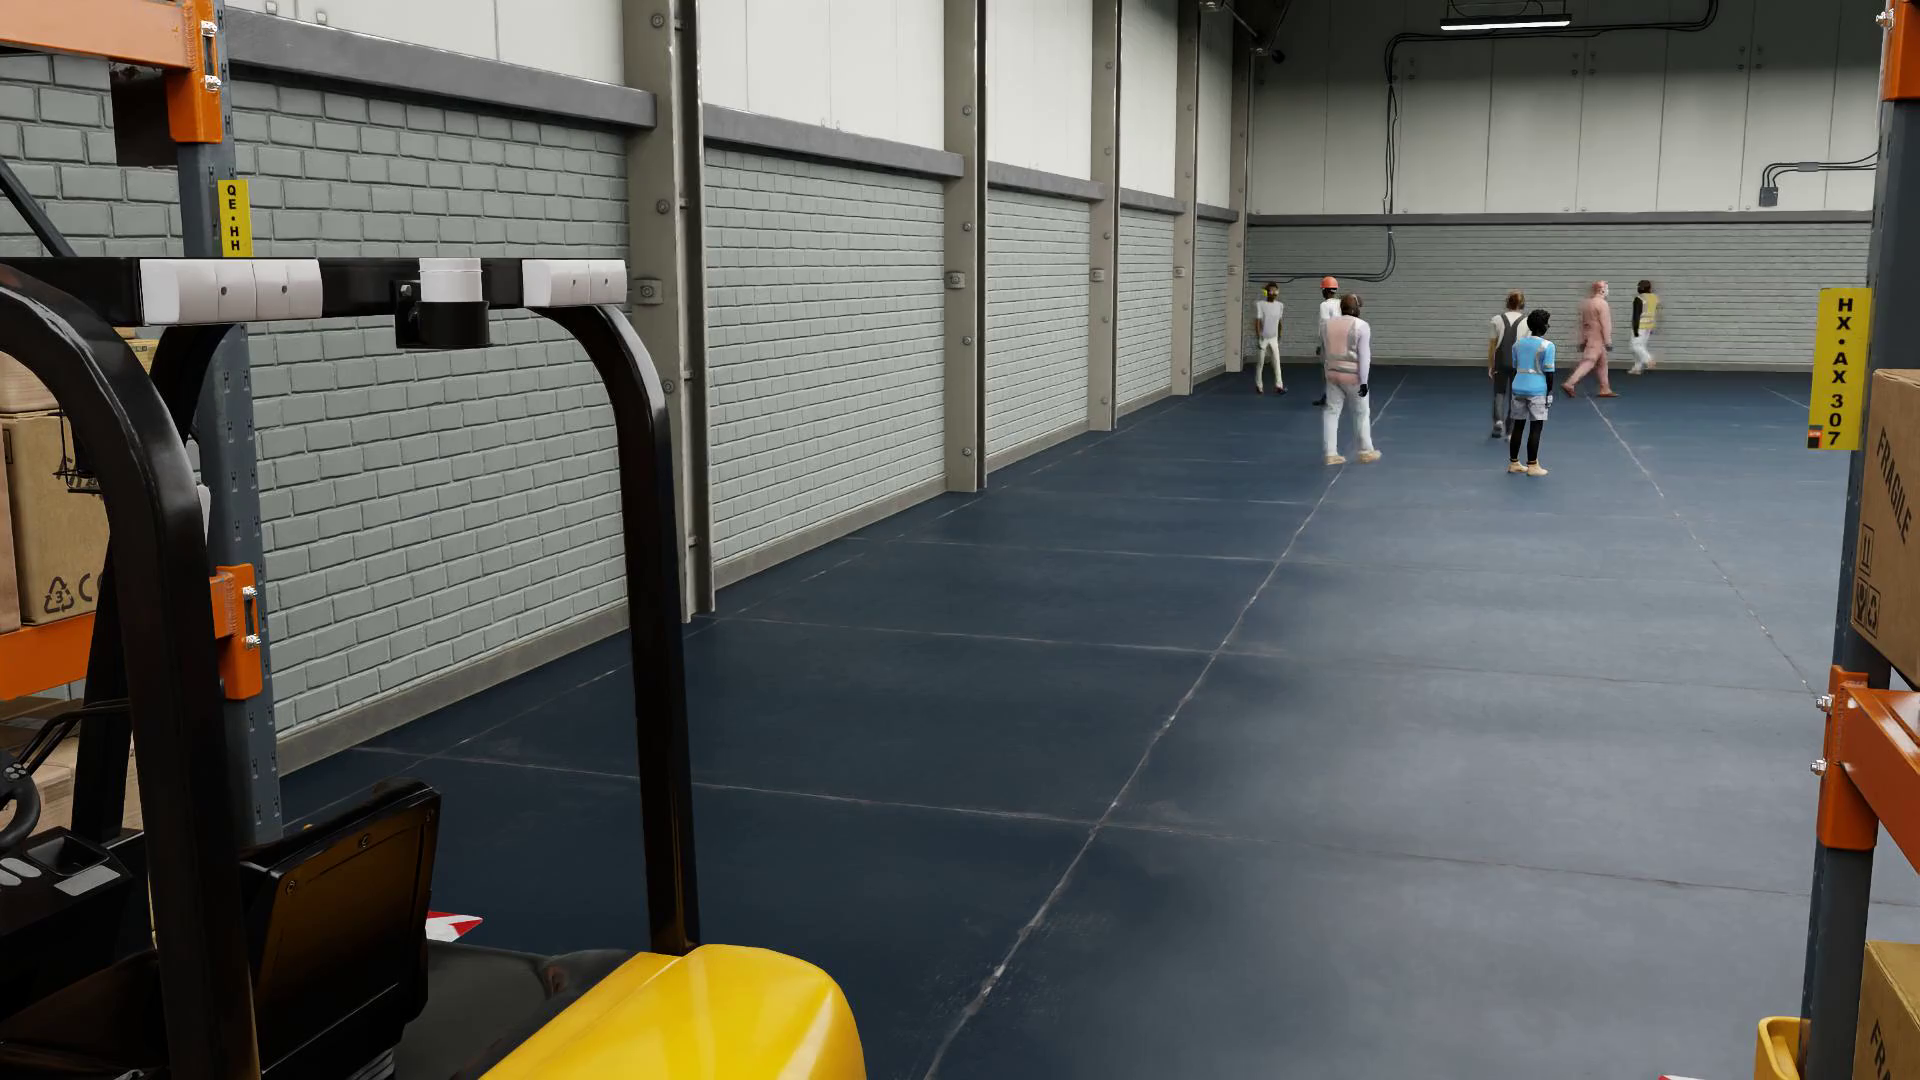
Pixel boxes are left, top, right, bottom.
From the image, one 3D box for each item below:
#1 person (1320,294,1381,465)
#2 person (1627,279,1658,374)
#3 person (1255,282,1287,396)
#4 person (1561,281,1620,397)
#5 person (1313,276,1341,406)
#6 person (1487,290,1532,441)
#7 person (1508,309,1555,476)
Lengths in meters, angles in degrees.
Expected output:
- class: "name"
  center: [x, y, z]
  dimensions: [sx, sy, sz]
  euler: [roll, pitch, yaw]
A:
- class: "person"
  center: [4.222, -1.720, 17.851]
  dimensions: [0.834, 1.811, 0.661]
  euler: [-8, 12, -40]
- class: "person"
  center: [13.056, -4.051, 31.711]
  dimensions: [0.631, 1.826, 0.604]
  euler: [-6, 11, -33]
- class: "person"
  center: [5.006, -3.234, 26.851]
  dimensions: [0.510, 1.824, 0.966]
  euler: [-2, 10, -10]
- class: "person"
  center: [10.063, -3.187, 26.452]
  dimensions: [0.940, 1.870, 0.637]
  euler: [0, 10, 2]
- class: "person"
  center: [5.532, -2.979, 24.983]
  dimensions: [0.368, 1.939, 0.542]
  euler: [9, 13, 44]
- class: "person"
  center: [6.631, -2.090, 20.015]
  dimensions: [0.533, 1.828, 0.414]
  euler: [4, 10, 25]
- class: "person"
  center: [5.804, -1.491, 16.867]
  dimensions: [0.321, 1.689, 0.529]
  euler: [-5, 11, -29]
